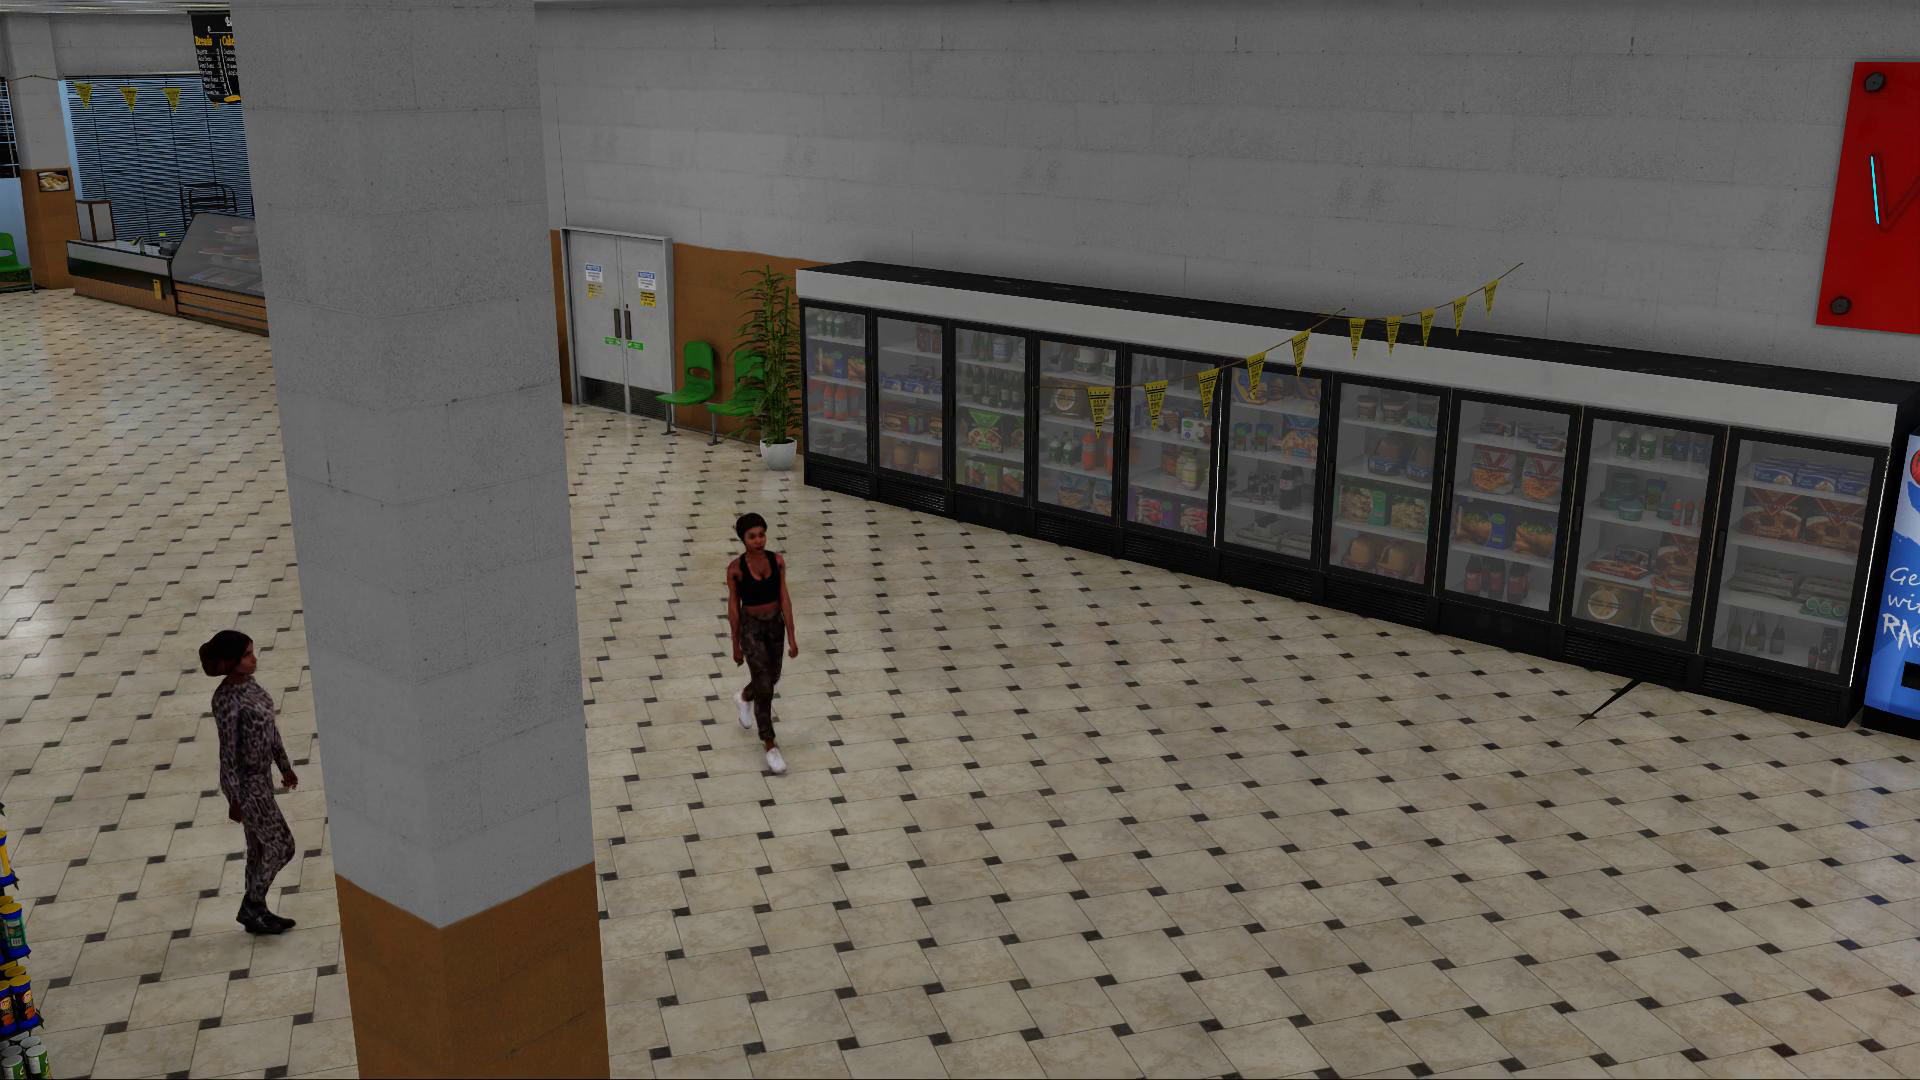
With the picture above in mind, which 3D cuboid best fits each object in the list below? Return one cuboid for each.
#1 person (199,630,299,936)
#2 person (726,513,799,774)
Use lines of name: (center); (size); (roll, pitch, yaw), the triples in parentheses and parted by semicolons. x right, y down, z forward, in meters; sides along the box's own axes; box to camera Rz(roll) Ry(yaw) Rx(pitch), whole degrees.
person: (-3.788, 1.284, 8.698); (0.776, 1.705, 0.716); (-1, 17, -5)
person: (-1.336, 0.619, 10.939); (1.109, 1.676, 0.881); (-10, 20, -30)
